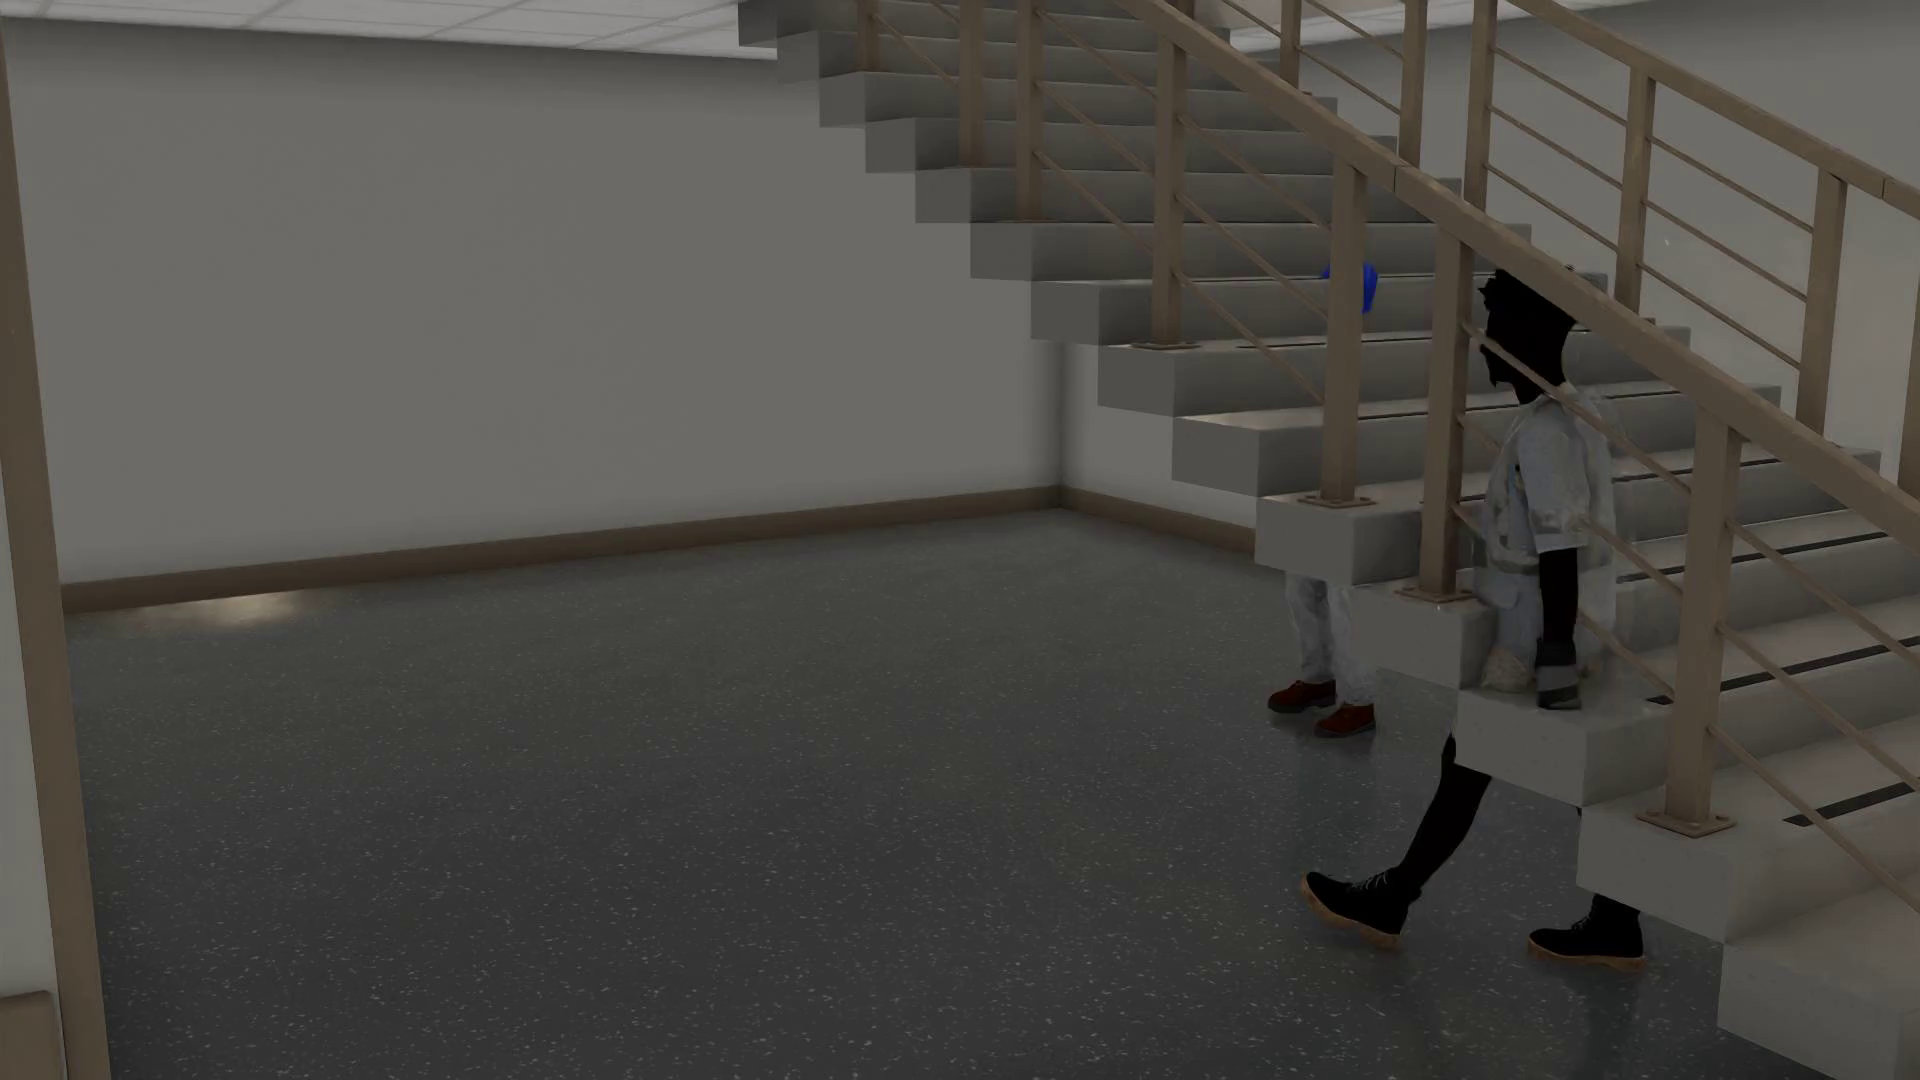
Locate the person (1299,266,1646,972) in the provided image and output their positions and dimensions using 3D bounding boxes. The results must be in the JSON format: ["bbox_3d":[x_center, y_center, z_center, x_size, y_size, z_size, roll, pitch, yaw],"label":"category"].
[{"bbox_3d":[1.442,0.218,4.507,0.988,1.915,0.634,5,12,25],"label":"person"}]

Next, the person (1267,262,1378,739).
[{"bbox_3d":[1.475,-0.144,6.474,0.478,1.898,0.668,-3,11,-17],"label":"person"}]
